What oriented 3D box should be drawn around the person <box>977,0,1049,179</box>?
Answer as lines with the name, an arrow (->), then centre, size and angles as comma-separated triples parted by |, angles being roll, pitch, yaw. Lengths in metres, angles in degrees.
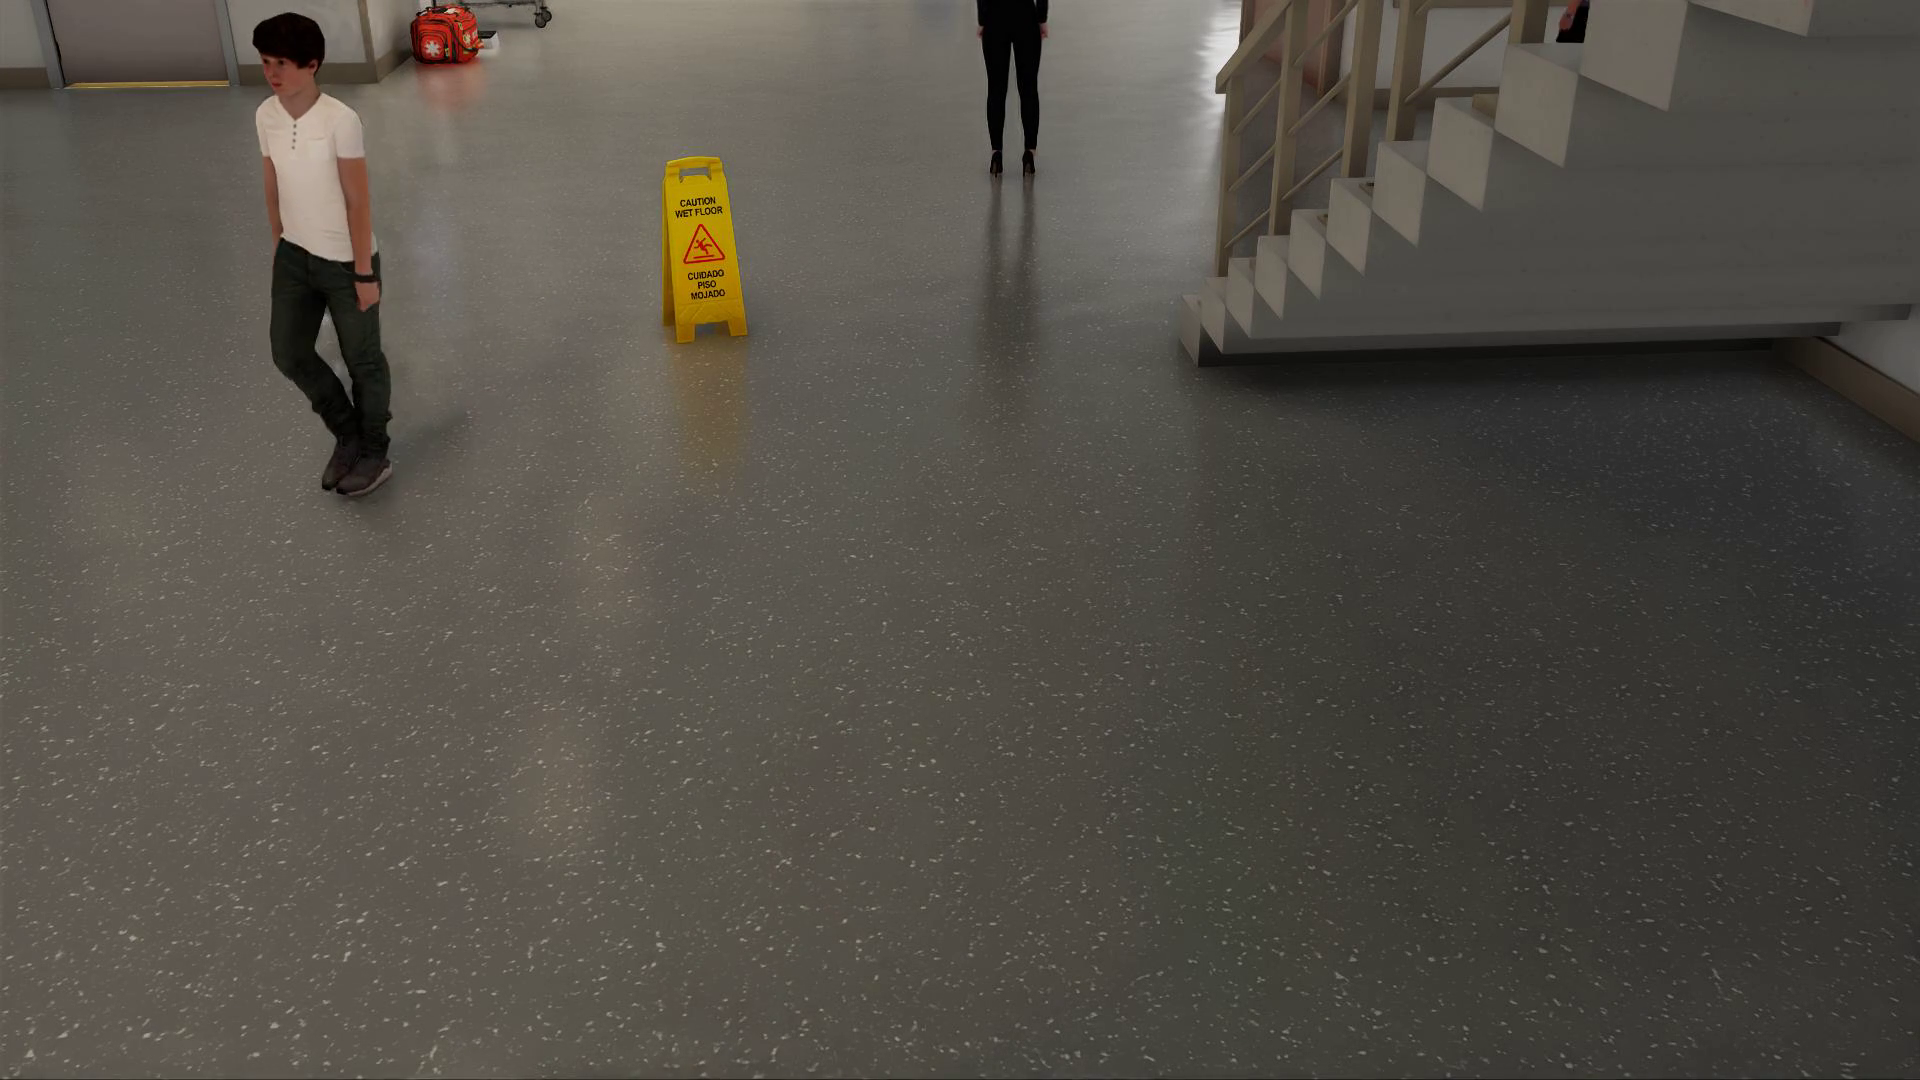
person -> 0.314, -3.051, 9.954 | 0.598, 1.714, 0.513 | 1, 26, 3

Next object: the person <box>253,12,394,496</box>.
person -> -2.119, -0.968, 5.710 | 0.676, 1.648, 0.691 | 6, 26, 12

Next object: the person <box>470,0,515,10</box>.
person -> -4.567, -5.856, 16.101 | 0.818, 1.427, 0.894 | 9, 27, 18
